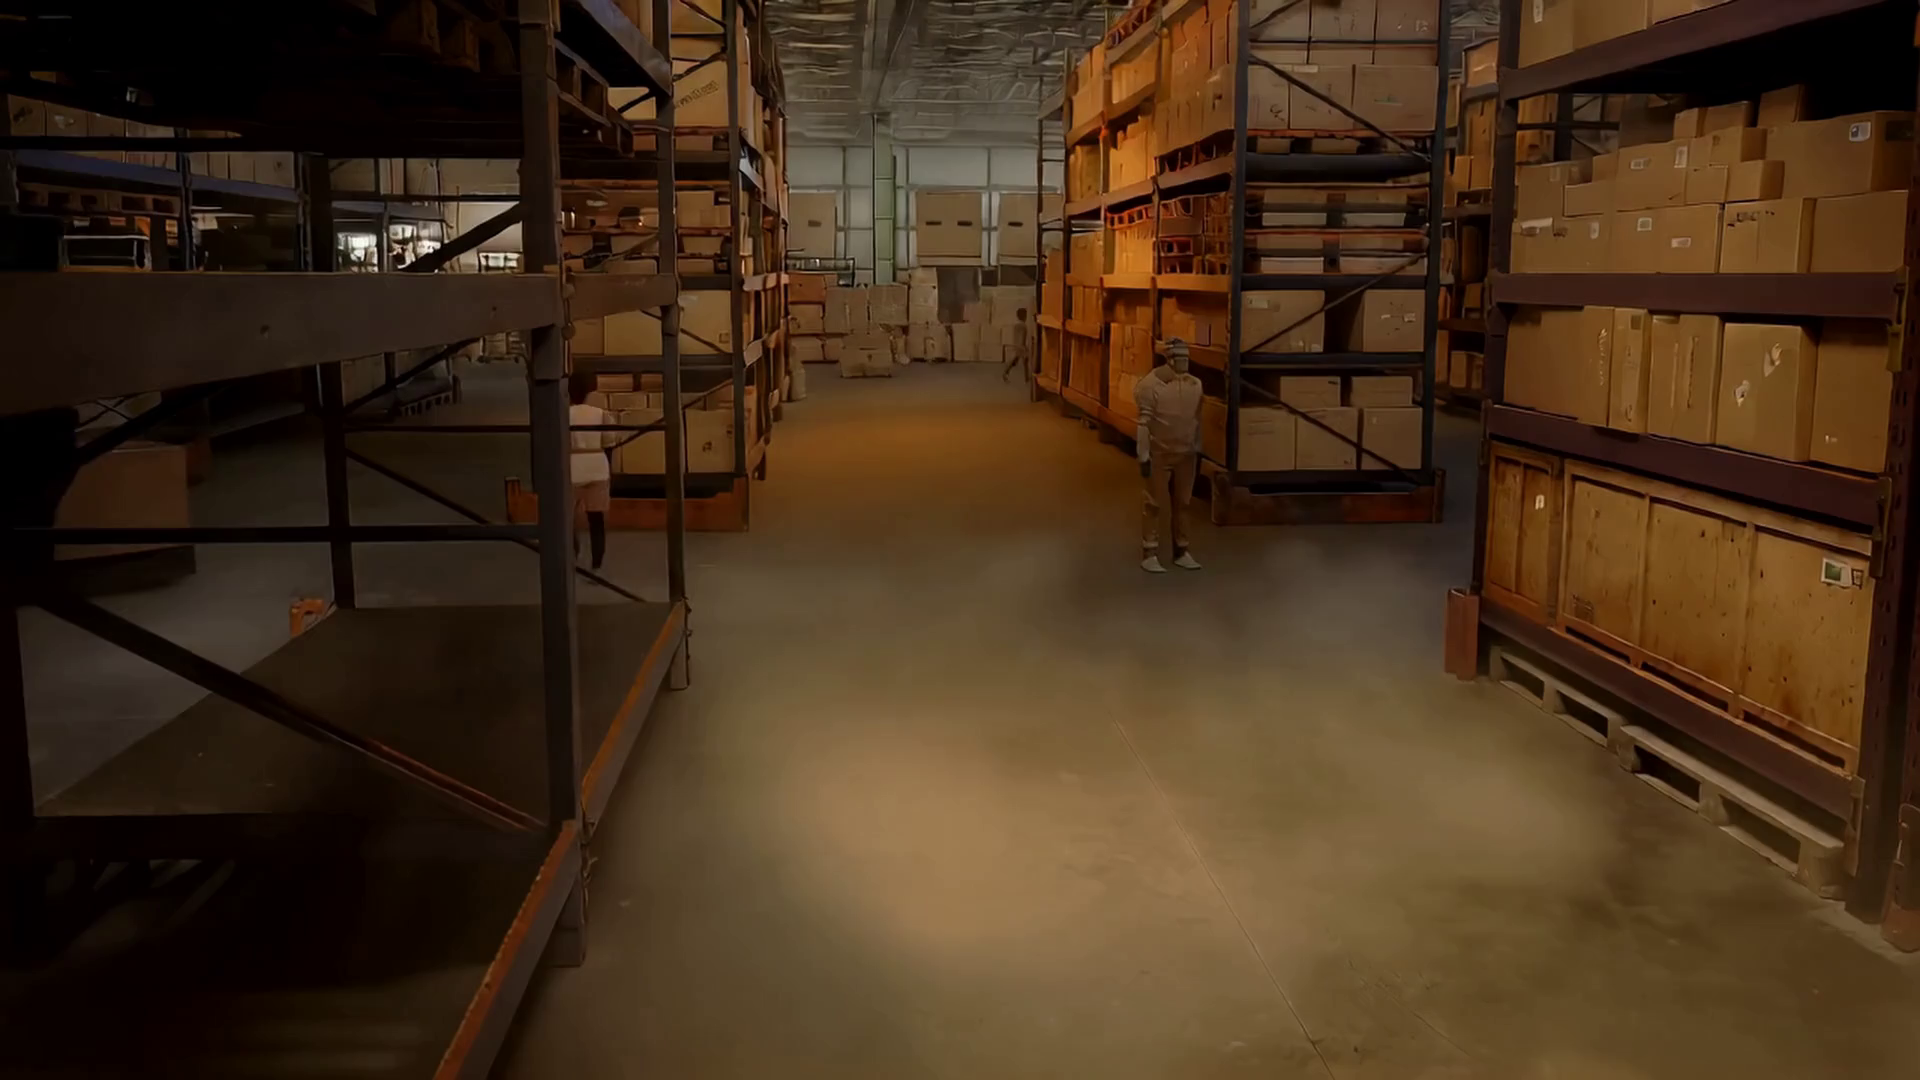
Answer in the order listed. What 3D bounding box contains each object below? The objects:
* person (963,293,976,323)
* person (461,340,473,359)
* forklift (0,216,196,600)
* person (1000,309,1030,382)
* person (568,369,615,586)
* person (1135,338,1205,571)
[{"bbox_3d":[0.253,-6.308,48.875,1.034,1.890,0.651,-3,10,-18],"label":"person"},{"bbox_3d":[-14.267,-6.153,47.890,0.353,1.883,0.573,9,12,43],"label":"person"},{"bbox_3d":[-6.938,-1.002,12.422,1.129,2.768,1.873,8,12,40],"label":"forklift"},{"bbox_3d":[1.298,-4.346,37.206,0.780,1.666,0.536,-4,10,-24],"label":"person"},{"bbox_3d":[-2.966,-0.491,12.949,0.559,1.676,0.594,-7,11,-36],"label":"person"},{"bbox_3d":[1.738,-0.698,13.599,0.642,1.900,0.400,-4,10,-26],"label":"person"}]
